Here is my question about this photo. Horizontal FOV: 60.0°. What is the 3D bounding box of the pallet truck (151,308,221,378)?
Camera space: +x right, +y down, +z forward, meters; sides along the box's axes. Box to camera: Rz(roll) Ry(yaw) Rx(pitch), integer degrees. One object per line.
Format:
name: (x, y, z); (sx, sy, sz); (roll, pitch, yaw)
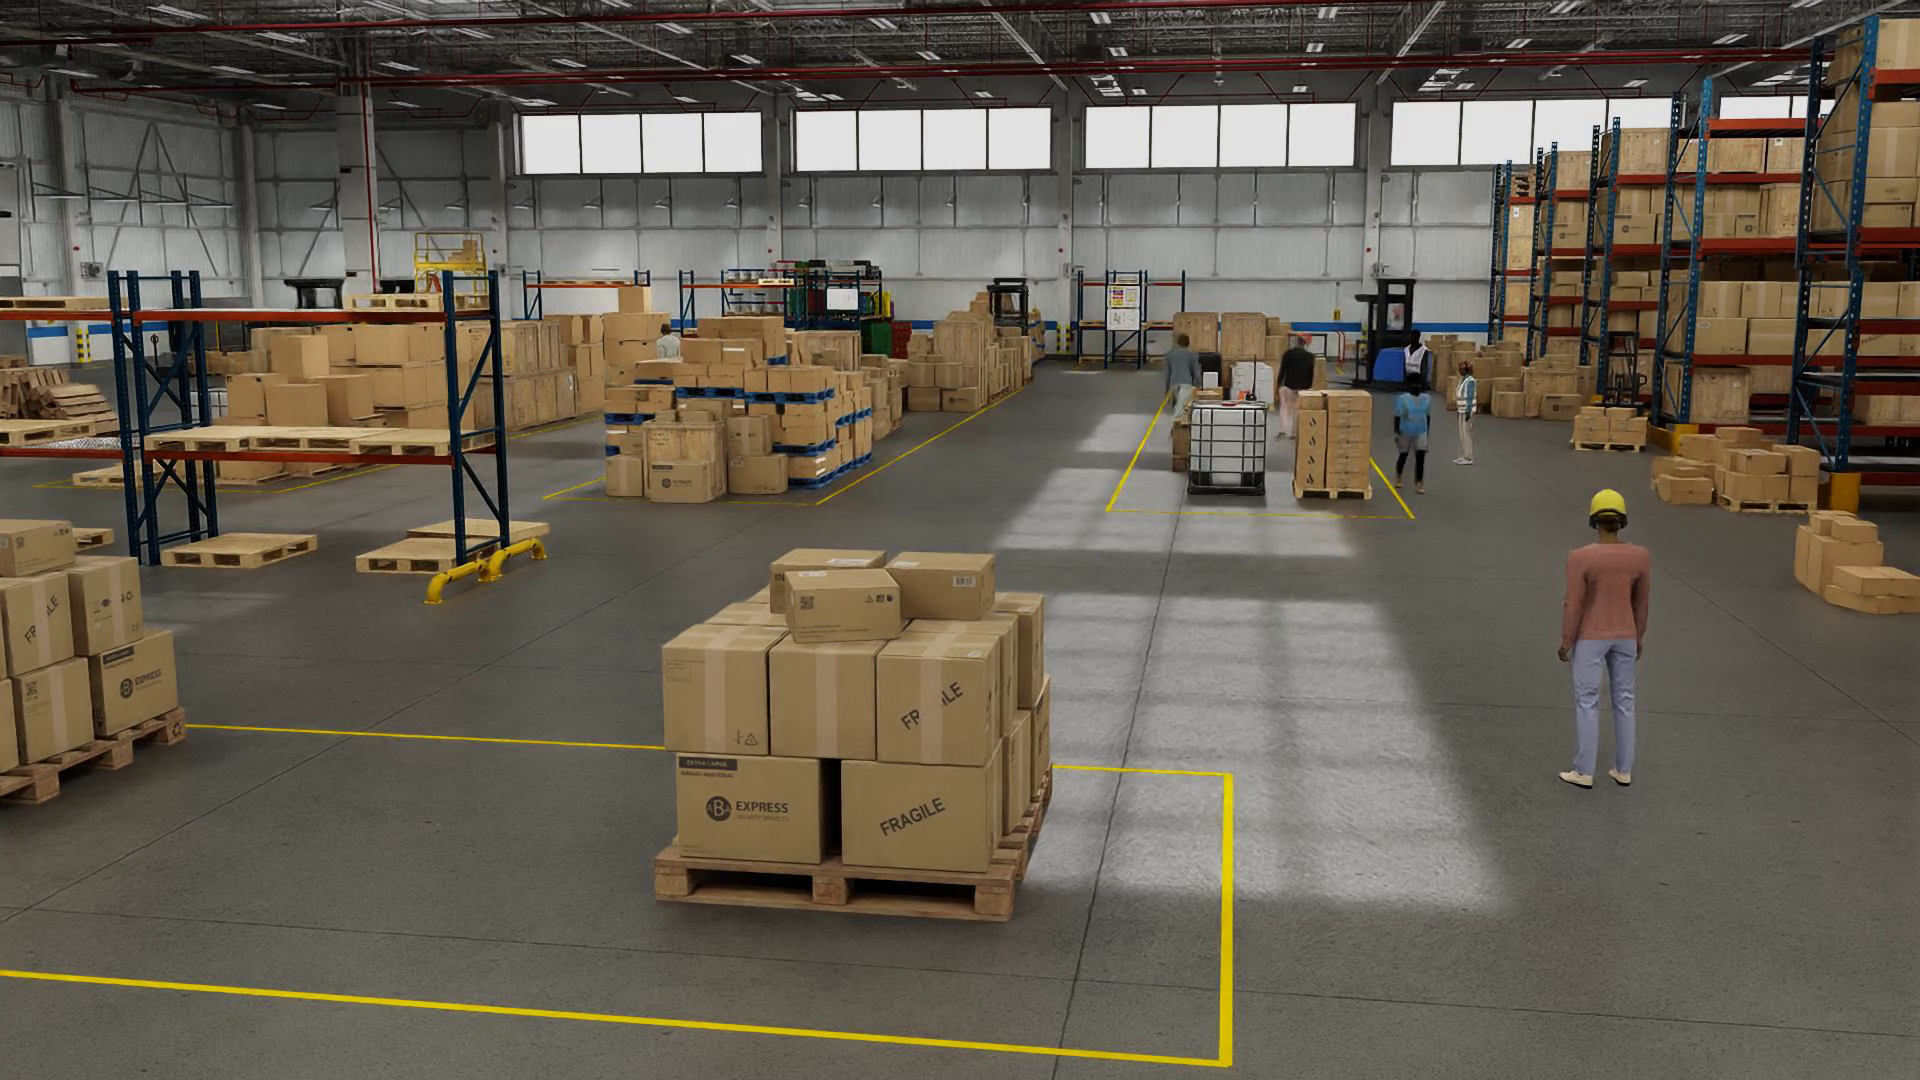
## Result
pallet truck: (-21.869, -5.598, 47.154); (0.823, 1.965, 1.885); (4, 10, 26)

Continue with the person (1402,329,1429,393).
person: (8.750, -3.090, 31.965); (0.398, 1.911, 0.587); (-5, 11, -29)

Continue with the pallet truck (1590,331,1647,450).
pallet truck: (11.253, -2.573, 28.499); (0.823, 1.965, 1.885); (5, 10, 27)

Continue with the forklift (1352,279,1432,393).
forklift: (10.866, -5.129, 41.548); (1.129, 2.768, 1.873); (-3, 10, -20)

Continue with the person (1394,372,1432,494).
person: (6.194, -1.491, 22.866); (0.538, 1.663, 0.828); (0, 9, -2)

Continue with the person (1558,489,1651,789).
person: (3.769, 0.581, 9.771); (0.528, 1.764, 0.330); (-1, 9, -7)

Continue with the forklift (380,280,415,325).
forklift: (-11.981, -4.170, 35.631); (1.873, 2.768, 1.129); (1, 9, 9)

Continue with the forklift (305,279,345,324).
forklift: (-16.107, -5.258, 42.345); (1.129, 2.768, 1.873); (1, 9, 6)

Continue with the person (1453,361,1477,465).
person: (7.930, -1.994, 26.066); (0.313, 1.629, 0.526); (0, 9, 1)

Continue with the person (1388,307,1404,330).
person: (13.693, -6.340, 52.059); (0.571, 1.907, 0.816); (6, 11, 32)

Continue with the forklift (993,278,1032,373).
forklift: (1.416, -6.020, 47.040); (1.129, 2.768, 1.873); (1, 9, 9)

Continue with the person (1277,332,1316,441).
person: (6.001, -2.735, 29.684); (0.704, 1.941, 0.458); (0, 9, -3)

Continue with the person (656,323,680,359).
person: (-6.138, -3.598, 35.006); (0.355, 1.936, 0.633); (6, 11, 34)

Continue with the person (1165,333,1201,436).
person: (4.068, -2.837, 30.474); (0.649, 1.894, 1.026); (6, 11, 33)
